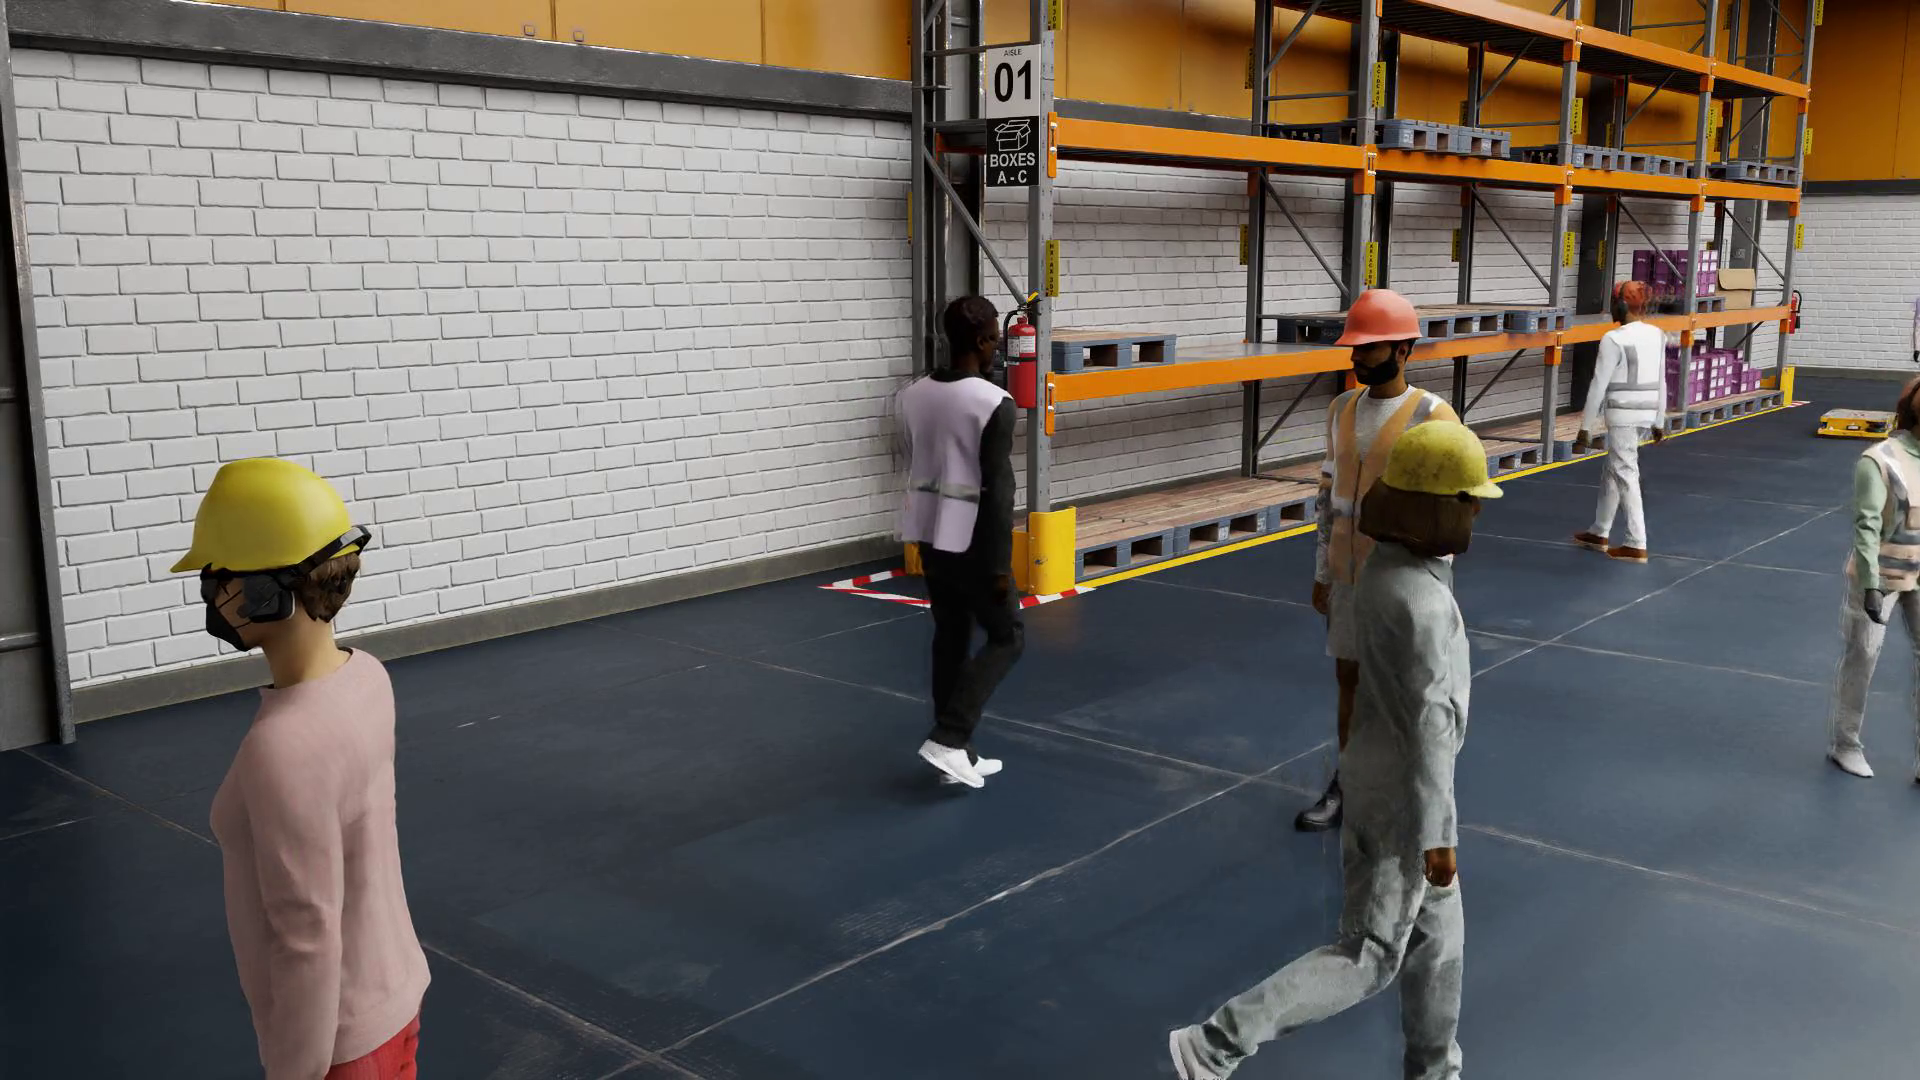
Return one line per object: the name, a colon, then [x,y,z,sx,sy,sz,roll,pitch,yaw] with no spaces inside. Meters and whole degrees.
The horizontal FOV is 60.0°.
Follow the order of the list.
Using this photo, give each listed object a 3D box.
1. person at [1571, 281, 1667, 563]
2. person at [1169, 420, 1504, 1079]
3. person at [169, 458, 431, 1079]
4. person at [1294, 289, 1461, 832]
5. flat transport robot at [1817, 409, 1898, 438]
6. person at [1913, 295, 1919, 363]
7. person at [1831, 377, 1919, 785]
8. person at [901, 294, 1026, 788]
person: [4.371,-0.799,11.173,0.608,1.850,0.830,-6,12,-32]
person: [0.911,0.573,3.781,0.773,1.714,0.482,1,10,5]
person: [-1.001,0.751,2.589,0.326,1.767,0.533,-1,10,-7]
person: [1.427,0.113,5.733,0.368,1.935,0.552,-7,12,-36]
flat transport robot: [10.035,-1.308,18.564,0.652,0.197,1.431,7,12,33]
person: [11.327,-2.239,19.219,0.592,1.908,0.519,3,10,17]
person: [3.615,0.171,6.340,0.526,1.608,0.664,-1,10,-7]
person: [0.013,0.024,6.355,0.433,1.906,0.590,-9,13,-42]
